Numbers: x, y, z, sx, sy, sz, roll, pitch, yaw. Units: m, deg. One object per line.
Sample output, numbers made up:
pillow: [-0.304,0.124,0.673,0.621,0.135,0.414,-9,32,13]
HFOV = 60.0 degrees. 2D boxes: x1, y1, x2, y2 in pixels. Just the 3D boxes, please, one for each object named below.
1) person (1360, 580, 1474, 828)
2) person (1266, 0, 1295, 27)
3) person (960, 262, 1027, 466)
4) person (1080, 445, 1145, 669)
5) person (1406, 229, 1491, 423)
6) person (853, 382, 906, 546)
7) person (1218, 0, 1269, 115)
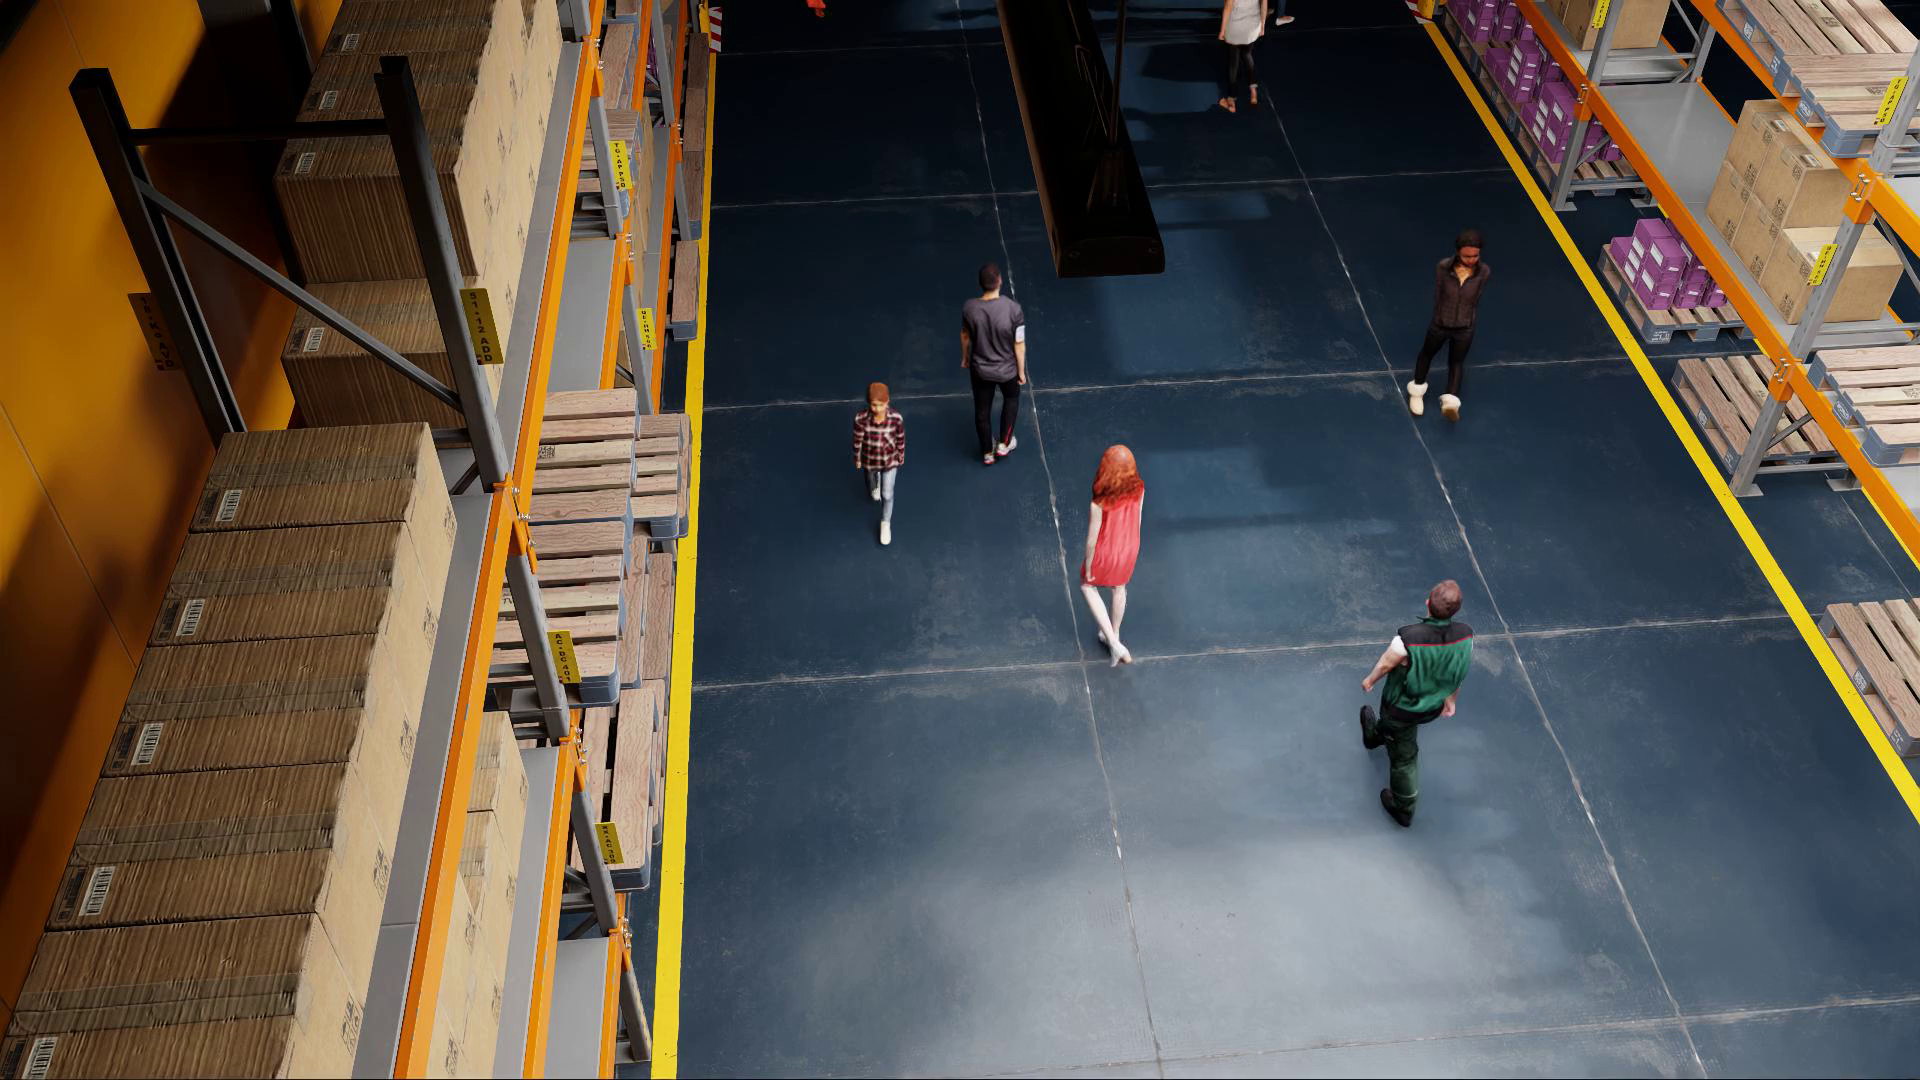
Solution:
person: [2.738,1.022,9.943,0.795,1.787,1.150,-11,45,-12]
person: [3.455,-6.372,17.747,0.714,1.728,0.633,-33,53,-30]
person: [0.230,-1.237,12.339,0.741,1.754,0.704,8,44,9]
person: [1.042,0.163,10.825,0.748,1.814,0.856,-19,47,-19]
person: [3.767,-1.567,12.760,0.971,1.650,0.711,-2,44,-2]
person: [-0.584,-0.642,12.053,0.575,1.287,0.885,0,44,0]
person: [2.801,-4.949,16.191,0.728,1.815,0.821,-17,46,-17]
